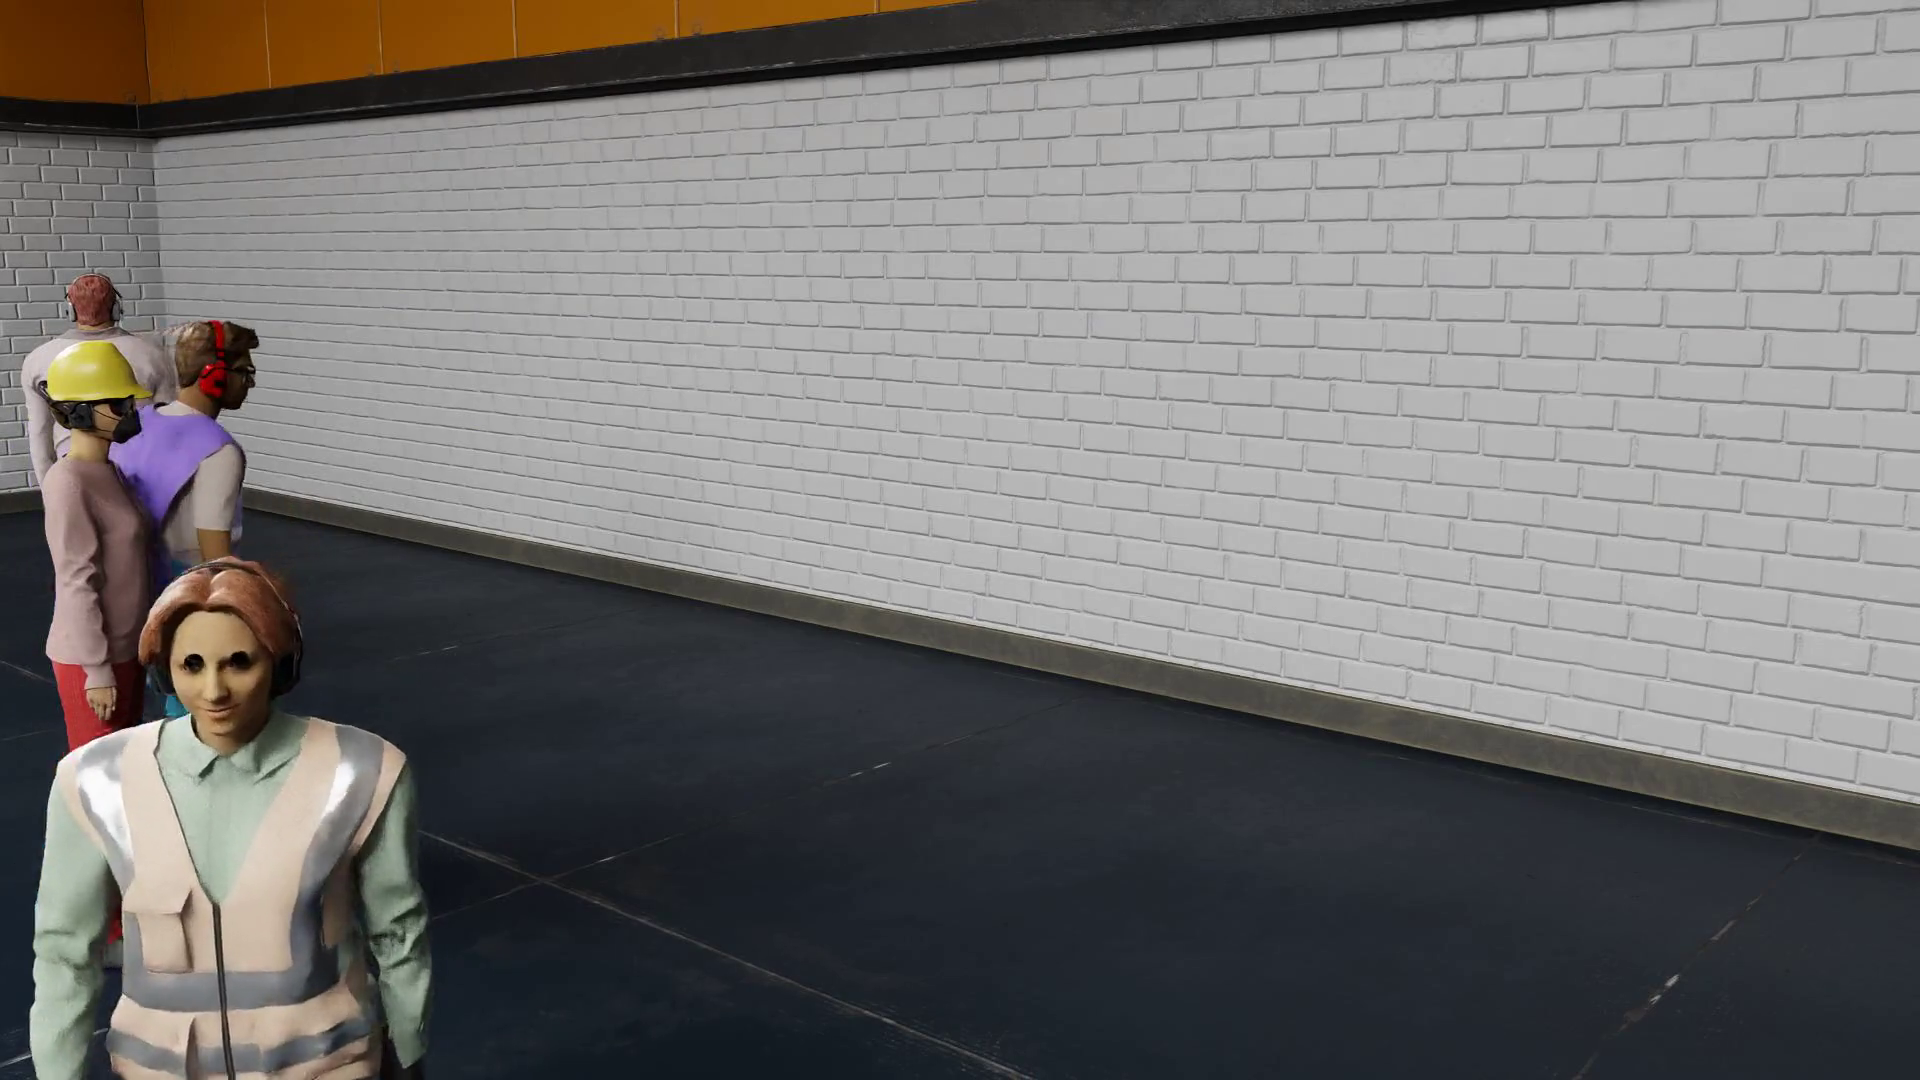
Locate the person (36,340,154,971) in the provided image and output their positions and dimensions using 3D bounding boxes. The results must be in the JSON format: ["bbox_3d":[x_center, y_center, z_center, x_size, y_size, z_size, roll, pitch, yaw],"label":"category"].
[{"bbox_3d":[-2.396,0.325,4.711,0.315,1.770,0.523,-3,10,-16],"label":"person"}]

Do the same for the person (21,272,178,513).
[{"bbox_3d":[-3.895,-0.264,7.653,0.643,1.913,0.410,-4,11,-20],"label":"person"}]

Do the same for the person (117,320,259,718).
[{"bbox_3d":[-2.358,0.248,5.026,0.600,1.811,0.542,9,13,41],"label":"person"}]

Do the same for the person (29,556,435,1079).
[{"bbox_3d":[-1.051,0.813,2.450,0.517,1.589,0.853,-1,10,-8],"label":"person"}]
